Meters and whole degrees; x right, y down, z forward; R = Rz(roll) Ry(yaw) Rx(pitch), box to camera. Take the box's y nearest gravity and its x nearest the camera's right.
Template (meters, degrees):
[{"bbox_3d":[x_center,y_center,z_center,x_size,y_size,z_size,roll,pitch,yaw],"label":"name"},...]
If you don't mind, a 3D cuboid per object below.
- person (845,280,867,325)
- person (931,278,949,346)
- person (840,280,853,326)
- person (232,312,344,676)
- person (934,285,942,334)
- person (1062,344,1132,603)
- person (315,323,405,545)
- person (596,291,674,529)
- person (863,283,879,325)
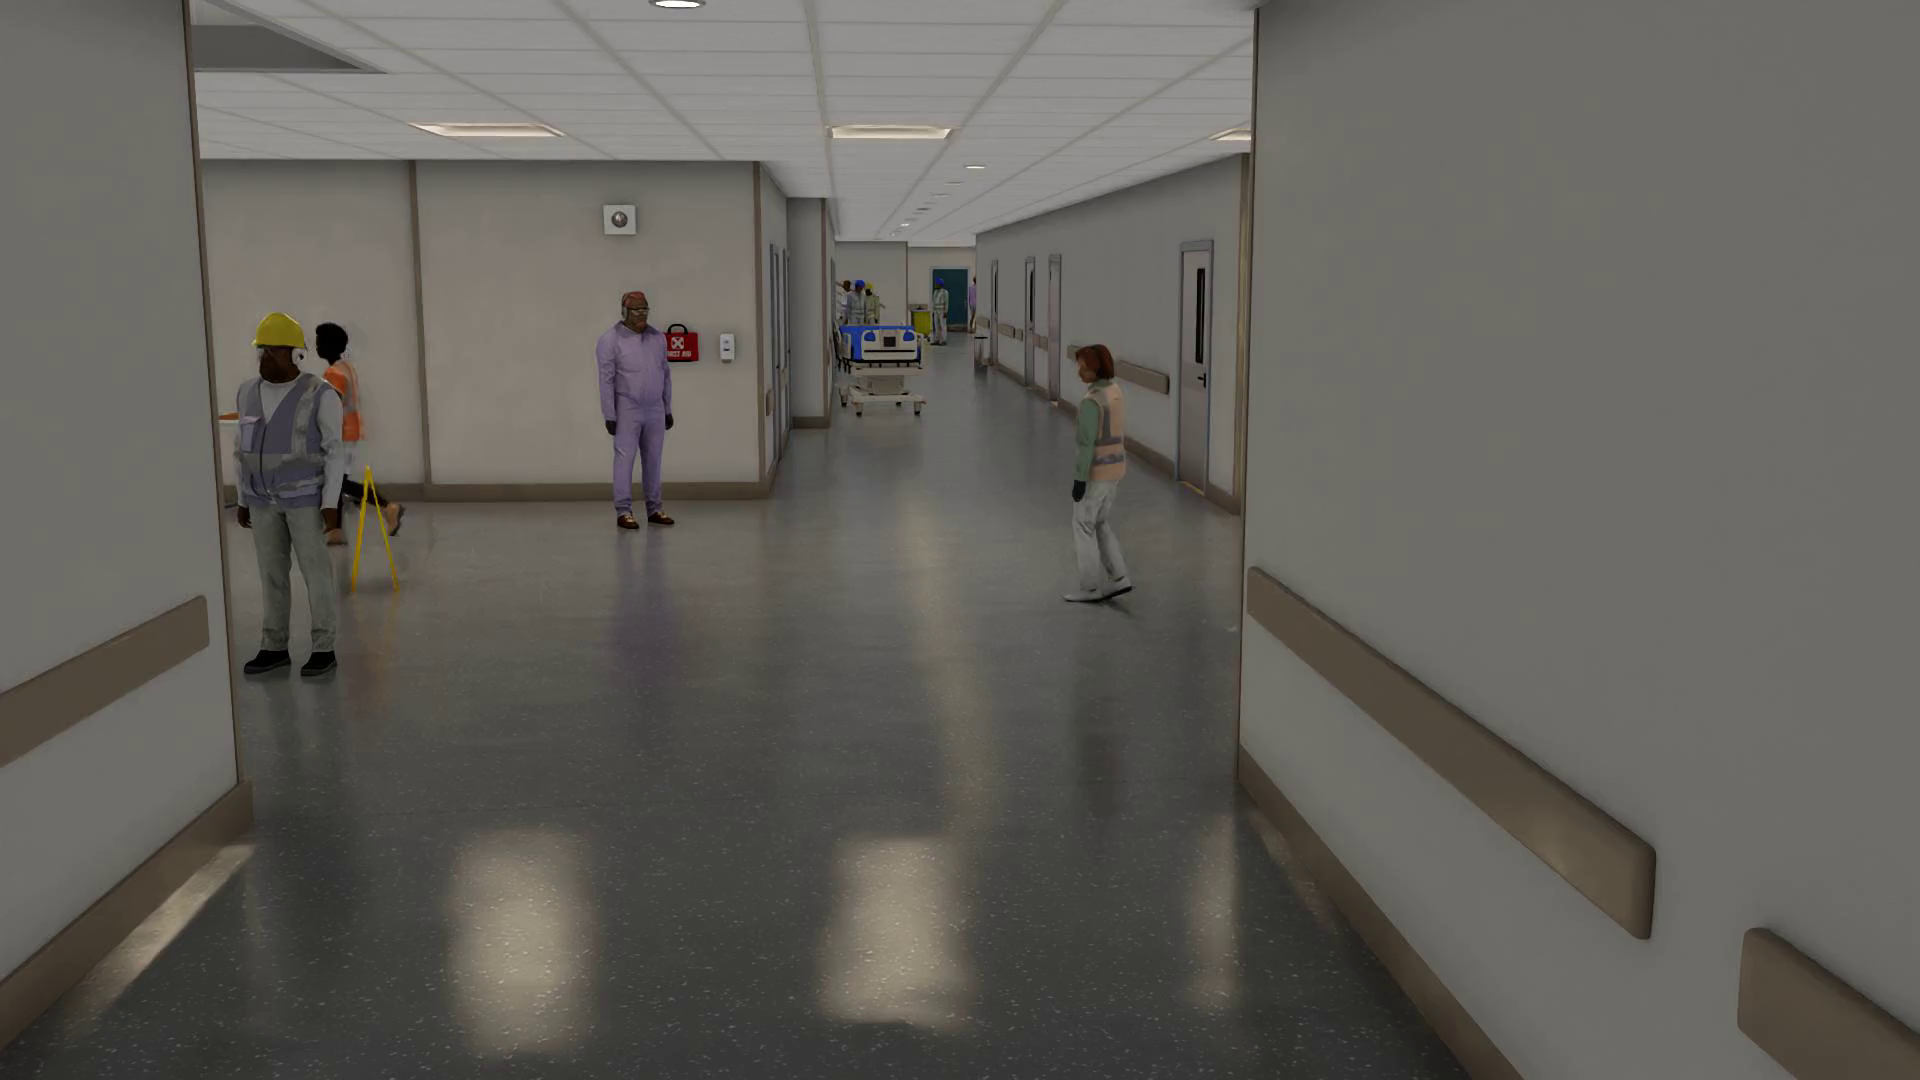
[{"bbox_3d":[-2.729,-5.733,42.784,0.711,1.917,0.674,-8,12,-42],"label":"person"},{"bbox_3d":[-0.582,-6.573,47.907,0.389,1.949,0.604,-8,12,-41],"label":"person"},{"bbox_3d":[-3.099,-6.201,45.788,0.576,1.881,0.354,9,12,43],"label":"person"},{"bbox_3d":[-3.411,-0.227,8.422,0.590,1.837,0.404,2,9,11],"label":"person"},{"bbox_3d":[-0.729,-8.030,57.639,0.325,1.765,0.530,5,10,29],"label":"person"},{"bbox_3d":[0.823,-0.397,10.171,0.380,1.608,0.552,5,10,27],"label":"person"},{"bbox_3d":[-4.541,-0.778,12.370,0.643,1.672,0.535,-3,10,-20],"label":"person"},{"bbox_3d":[-2.578,-1.040,13.351,0.634,1.899,0.404,-9,12,-43],"label":"person"},{"bbox_3d":[-2.449,-6.043,45.003,0.588,1.823,0.404,6,11,35],"label":"person"}]
